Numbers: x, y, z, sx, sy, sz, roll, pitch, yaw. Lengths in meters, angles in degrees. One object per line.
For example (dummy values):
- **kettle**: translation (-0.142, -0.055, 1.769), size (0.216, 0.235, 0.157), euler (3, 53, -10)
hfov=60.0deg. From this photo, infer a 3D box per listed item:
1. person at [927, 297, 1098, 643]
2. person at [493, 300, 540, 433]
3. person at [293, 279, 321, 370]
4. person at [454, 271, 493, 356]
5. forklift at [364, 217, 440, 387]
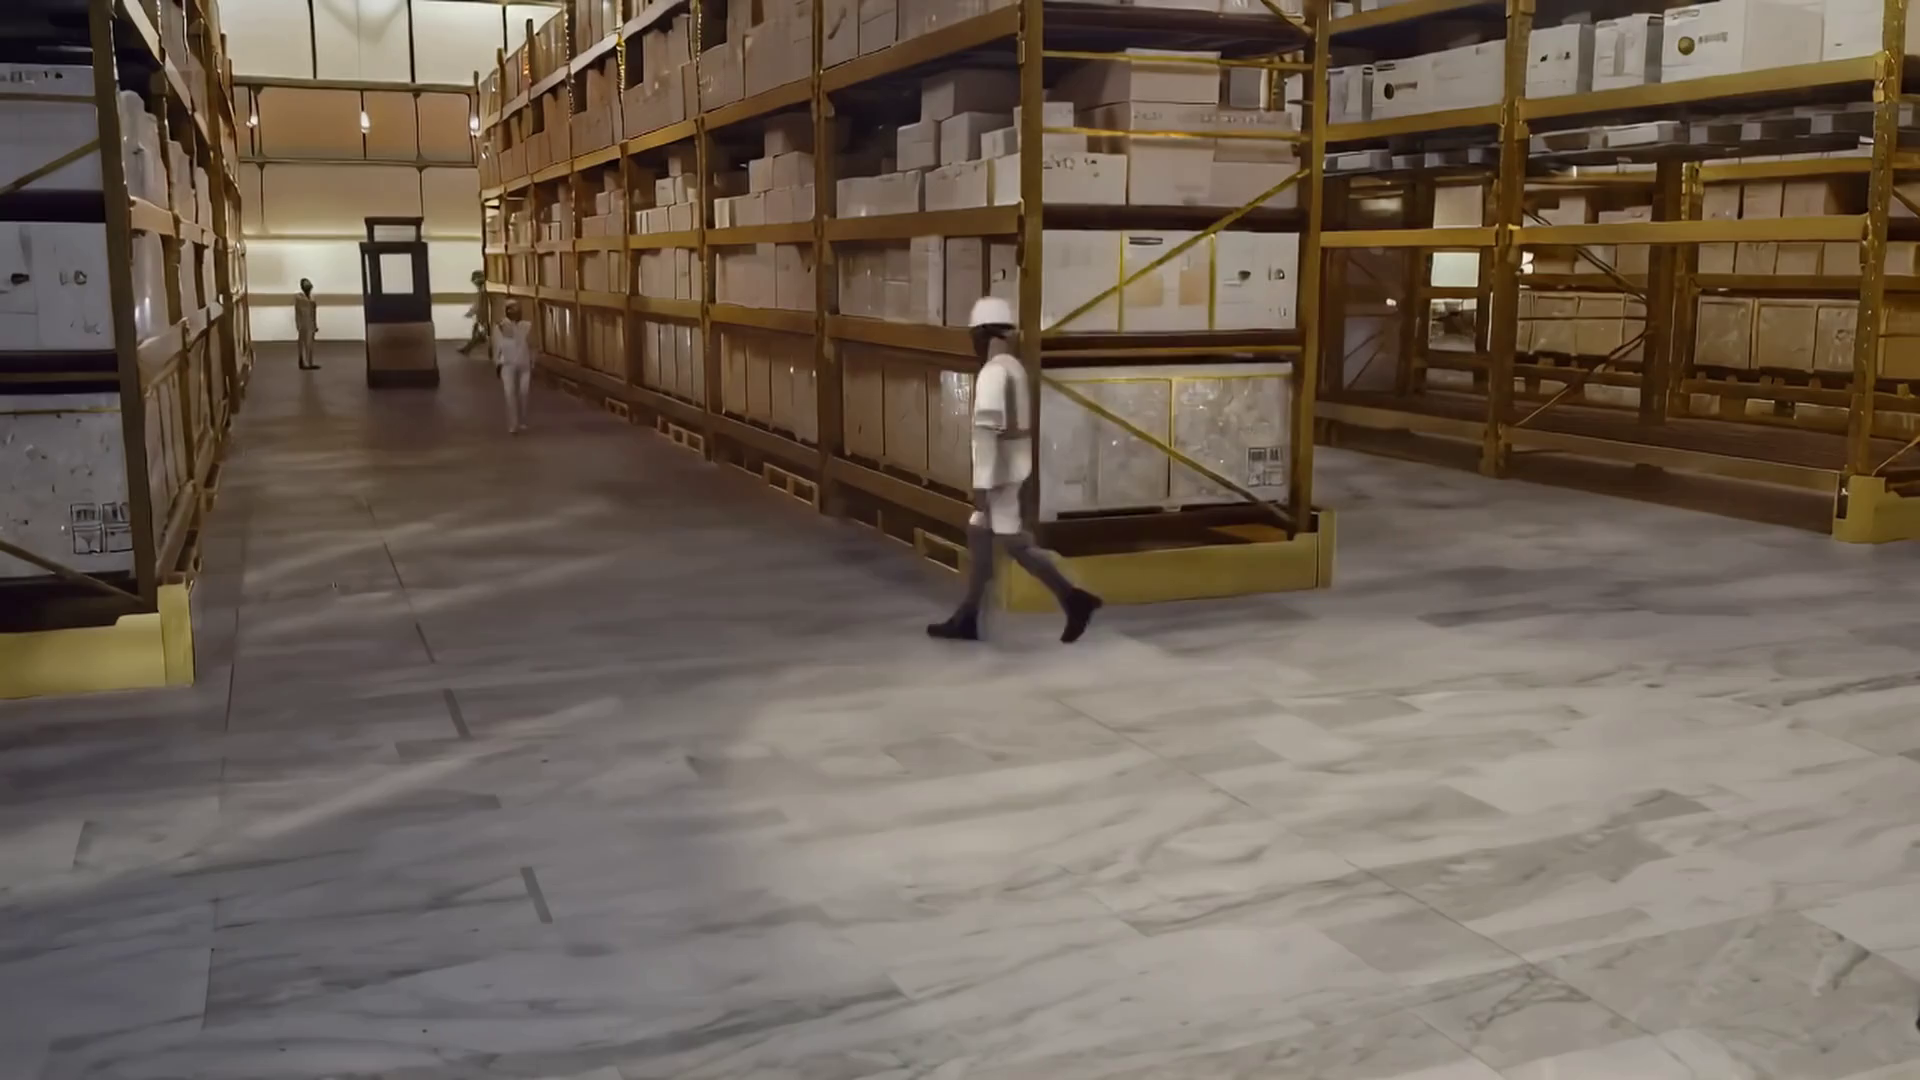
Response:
- **person**: translation (0.298, -0.367, 9.036), size (0.897, 1.887, 0.600), euler (3, 10, 16)
- **person**: translation (-5.390, -2.100, 20.252), size (0.529, 1.607, 0.799), euler (-3, 10, -20)
- **person**: translation (-12.670, -4.188, 32.315), size (0.339, 1.752, 0.564), euler (3, 10, 20)
- **person**: translation (-10.586, -4.938, 36.416), size (0.994, 1.877, 0.549), euler (-4, 10, -24)
- **forklift**: translation (-9.461, -4.032, 28.013), size (1.129, 2.768, 1.873), euler (-4, 10, -22)
